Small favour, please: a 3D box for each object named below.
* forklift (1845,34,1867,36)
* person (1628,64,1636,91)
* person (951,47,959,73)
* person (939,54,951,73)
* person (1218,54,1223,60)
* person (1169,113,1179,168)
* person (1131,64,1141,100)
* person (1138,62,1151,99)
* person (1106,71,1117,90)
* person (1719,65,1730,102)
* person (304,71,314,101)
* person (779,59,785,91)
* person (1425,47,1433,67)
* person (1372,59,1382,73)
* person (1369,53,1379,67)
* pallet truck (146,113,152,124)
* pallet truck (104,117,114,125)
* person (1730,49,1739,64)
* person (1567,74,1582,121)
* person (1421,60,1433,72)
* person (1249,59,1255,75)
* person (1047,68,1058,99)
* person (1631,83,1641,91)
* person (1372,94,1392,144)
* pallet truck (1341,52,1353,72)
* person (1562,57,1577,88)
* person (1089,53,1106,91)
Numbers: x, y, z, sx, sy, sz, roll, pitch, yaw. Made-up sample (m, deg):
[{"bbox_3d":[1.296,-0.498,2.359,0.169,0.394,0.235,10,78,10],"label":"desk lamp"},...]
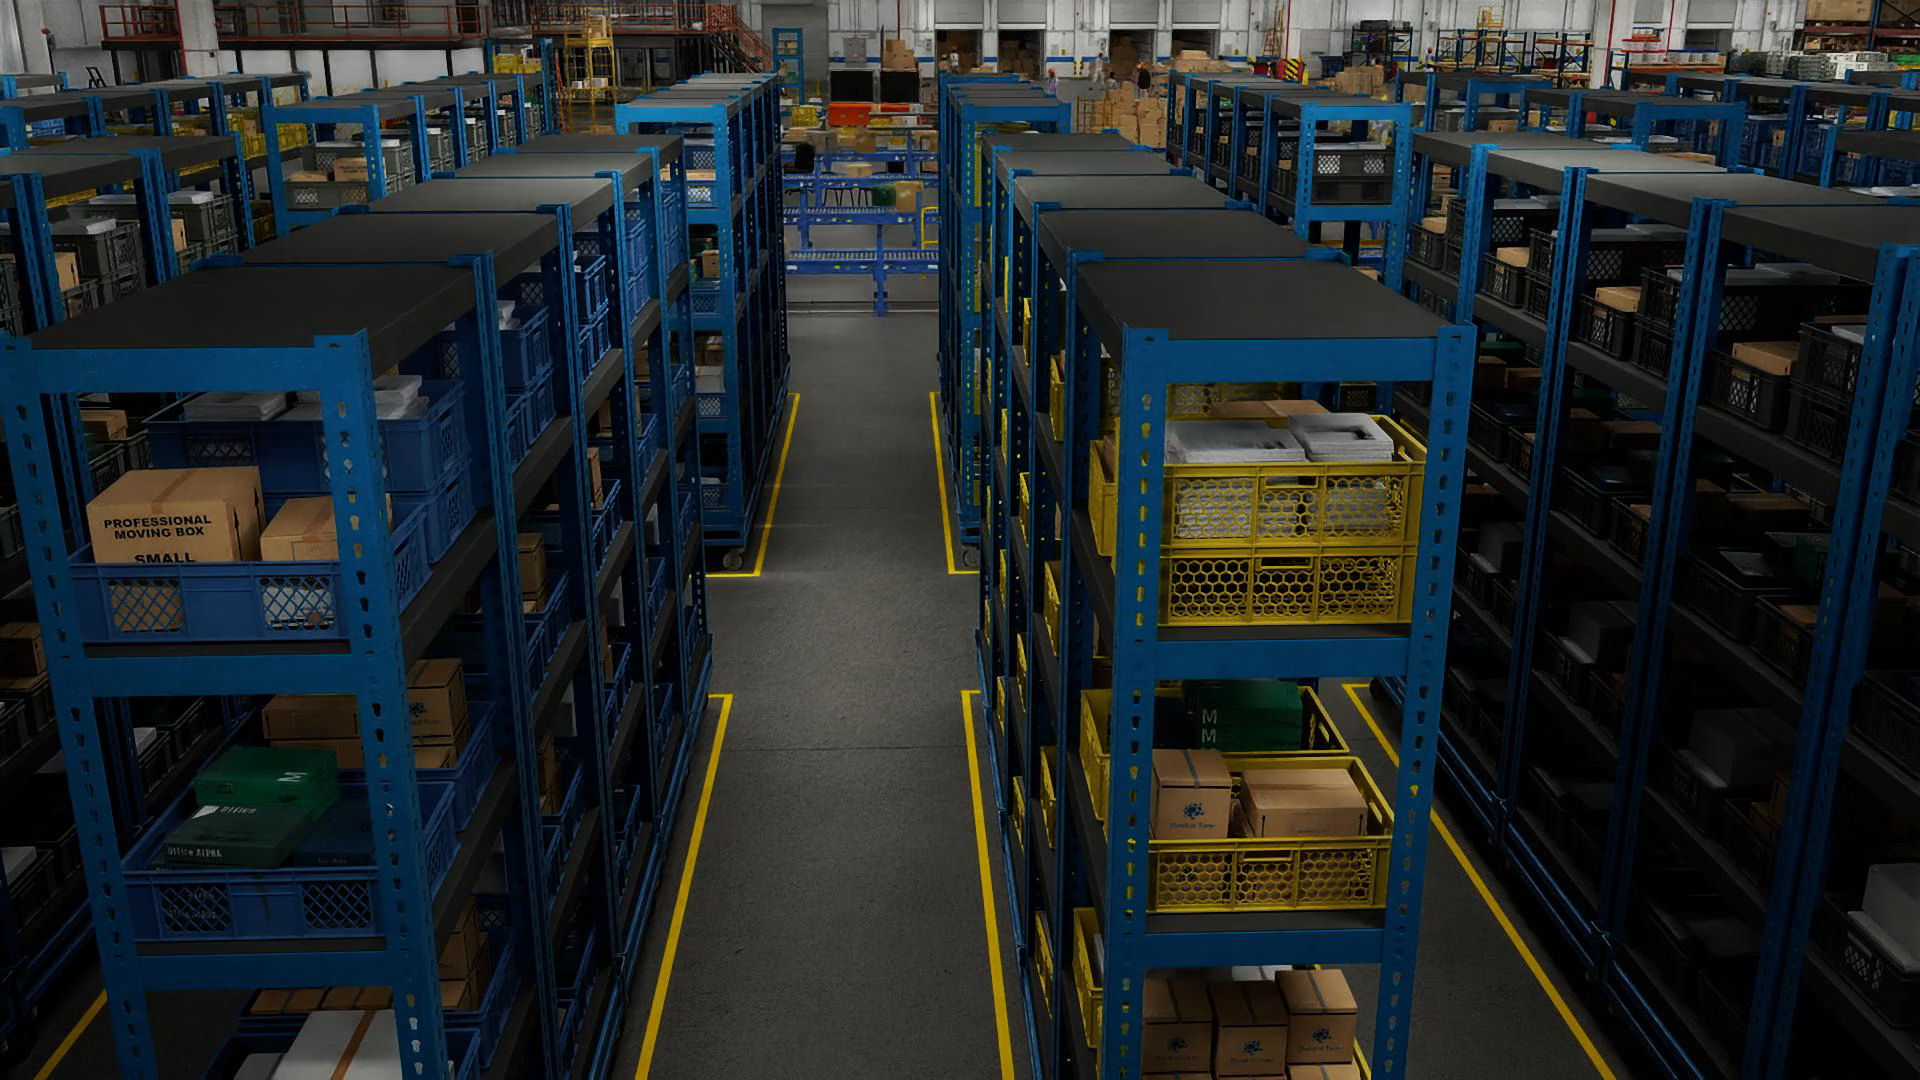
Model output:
[{"bbox_3d":[44.081,-23.568,82.196,1.129,2.768,1.873,-1,18,-2],"label":"forklift"},{"bbox_3d":[30.786,-21.097,76.123,0.644,1.896,0.602,15,23,38],"label":"person"},{"bbox_3d":[-0.325,-26.559,92.974,0.547,1.930,0.384,-14,22,-36],"label":"person"},{"bbox_3d":[-0.735,-22.779,81.339,0.602,1.893,0.746,-5,19,-15],"label":"person"},{"bbox_3d":[13.017,-23.384,83.327,0.638,1.824,0.632,0,18,0],"label":"person"},{"bbox_3d":[5.132,-9.365,40.024,0.304,1.771,0.532,-3,18,-9],"label":"person"},{"bbox_3d":[7.805,-20.068,73.200,0.555,1.744,0.588,3,18,8],"label":"person"},{"bbox_3d":[7.475,-18.420,67.689,0.391,1.991,0.613,-14,23,-37],"label":"person"},{"bbox_3d":[5.661,-16.593,62.255,0.499,1.861,0.327,17,24,42],"label":"person"},{"bbox_3d":[31.687,-18.634,68.474,0.989,1.926,0.611,12,21,32],"label":"person"},{"bbox_3d":[-24.624,-16.777,62.842,0.976,1.842,0.582,1,18,3],"label":"person"},{"bbox_3d":[-8.695,-22.745,81.306,0.429,1.846,0.632,-7,19,-22],"label":"person"},{"bbox_3d":[26.036,-26.384,92.419,0.357,1.937,0.551,-1,18,-4],"label":"person"},{"bbox_3d":[20.265,-22.545,80.925,0.550,1.686,0.370,-4,18,-11],"label":"person"},{"bbox_3d":[21.226,-24.137,85.641,0.559,1.823,0.538,-9,20,-26],"label":"person"},{"bbox_3d":[-18.087,-8.309,36.390,1.885,1.965,0.823,-1,18,-4],"label":"pallet truck"},{"bbox_3d":[-18.367,-7.885,35.078,1.885,1.965,0.823,1,18,2],"label":"pallet truck"},{"bbox_3d":[41.740,-25.587,90.013,0.677,1.908,0.385,7,19,21],"label":"person"},{"bbox_3d":[21.330,-15.214,57.857,0.370,1.933,0.550,-11,21,-30],"label":"person"},{"bbox_3d":[20.446,-20.044,72.816,0.593,1.924,0.382,-7,19,-21],"label":"person"},{"bbox_3d":[14.052,-22.306,80.137,0.524,1.724,0.506,11,21,30],"label":"person"},{"bbox_3d":[3.417,-16.484,61.710,1.042,1.994,0.632,-11,21,-31],"label":"person"},{"bbox_3d":[22.575,-14.473,55.702,0.408,1.856,0.511,6,19,17],"label":"person"},{"bbox_3d":[12.033,-11.814,47.531,0.598,1.812,0.714,-1,18,-2],"label":"person"},{"bbox_3d":[18.794,-23.123,82.231,0.823,1.965,1.885,-13,22,-35],"label":"pallet truck"},{"bbox_3d":[28.182,-21.388,76.956,0.632,1.940,0.372,7,19,20],"label":"person"},{"bbox_3d":[7.025,-23.827,84.597,1.012,1.894,0.626,15,23,39],"label":"person"}]
